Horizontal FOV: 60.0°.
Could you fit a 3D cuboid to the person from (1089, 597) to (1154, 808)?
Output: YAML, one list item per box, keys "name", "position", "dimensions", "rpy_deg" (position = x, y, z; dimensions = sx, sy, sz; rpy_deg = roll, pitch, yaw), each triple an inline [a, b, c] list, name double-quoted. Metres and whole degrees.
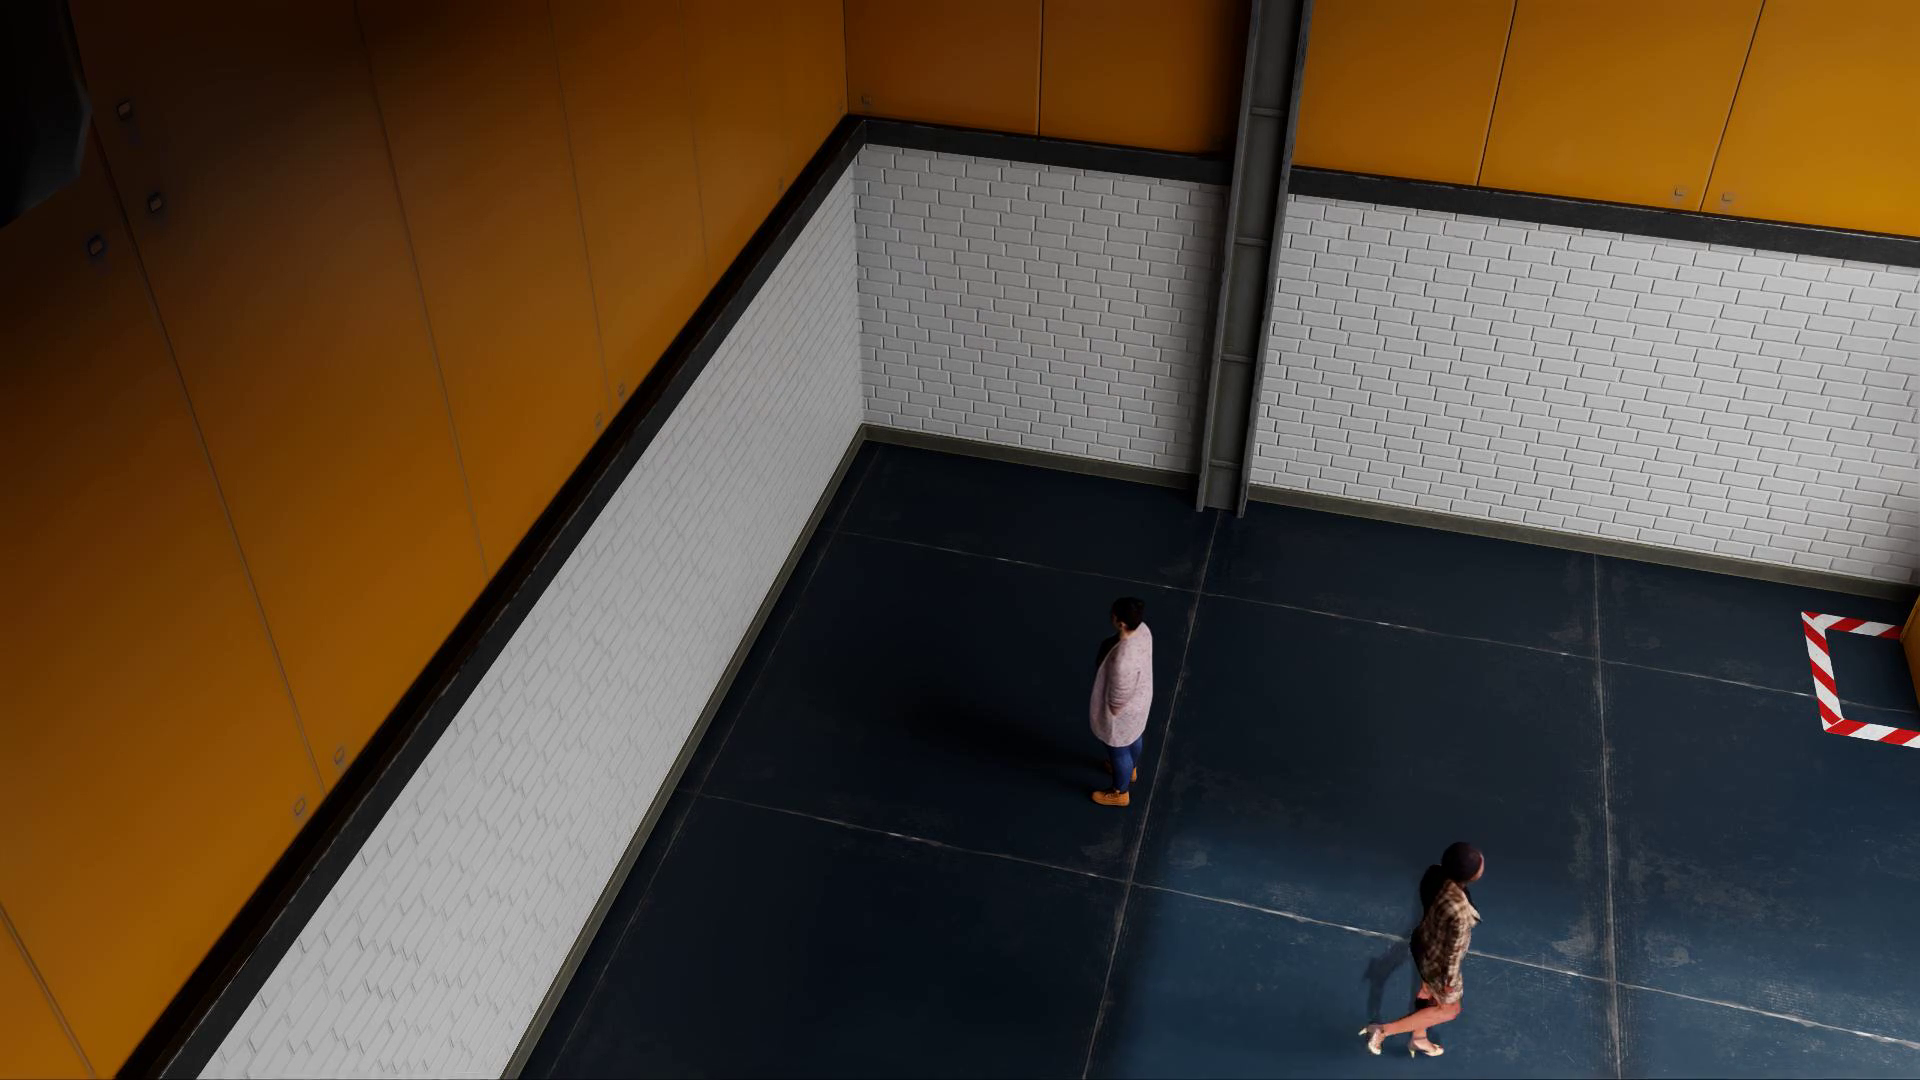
- name: "person"
  position: [1.074, 1.031, 10.848]
  dimensions: [0.653, 1.742, 0.717]
  rpy_deg: [14, 41, 17]

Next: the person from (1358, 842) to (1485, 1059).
- name: "person"
  position: [2.562, 2.327, 9.193]
  dimensions: [0.850, 1.782, 0.721]
  rpy_deg: [-2, 39, -2]
